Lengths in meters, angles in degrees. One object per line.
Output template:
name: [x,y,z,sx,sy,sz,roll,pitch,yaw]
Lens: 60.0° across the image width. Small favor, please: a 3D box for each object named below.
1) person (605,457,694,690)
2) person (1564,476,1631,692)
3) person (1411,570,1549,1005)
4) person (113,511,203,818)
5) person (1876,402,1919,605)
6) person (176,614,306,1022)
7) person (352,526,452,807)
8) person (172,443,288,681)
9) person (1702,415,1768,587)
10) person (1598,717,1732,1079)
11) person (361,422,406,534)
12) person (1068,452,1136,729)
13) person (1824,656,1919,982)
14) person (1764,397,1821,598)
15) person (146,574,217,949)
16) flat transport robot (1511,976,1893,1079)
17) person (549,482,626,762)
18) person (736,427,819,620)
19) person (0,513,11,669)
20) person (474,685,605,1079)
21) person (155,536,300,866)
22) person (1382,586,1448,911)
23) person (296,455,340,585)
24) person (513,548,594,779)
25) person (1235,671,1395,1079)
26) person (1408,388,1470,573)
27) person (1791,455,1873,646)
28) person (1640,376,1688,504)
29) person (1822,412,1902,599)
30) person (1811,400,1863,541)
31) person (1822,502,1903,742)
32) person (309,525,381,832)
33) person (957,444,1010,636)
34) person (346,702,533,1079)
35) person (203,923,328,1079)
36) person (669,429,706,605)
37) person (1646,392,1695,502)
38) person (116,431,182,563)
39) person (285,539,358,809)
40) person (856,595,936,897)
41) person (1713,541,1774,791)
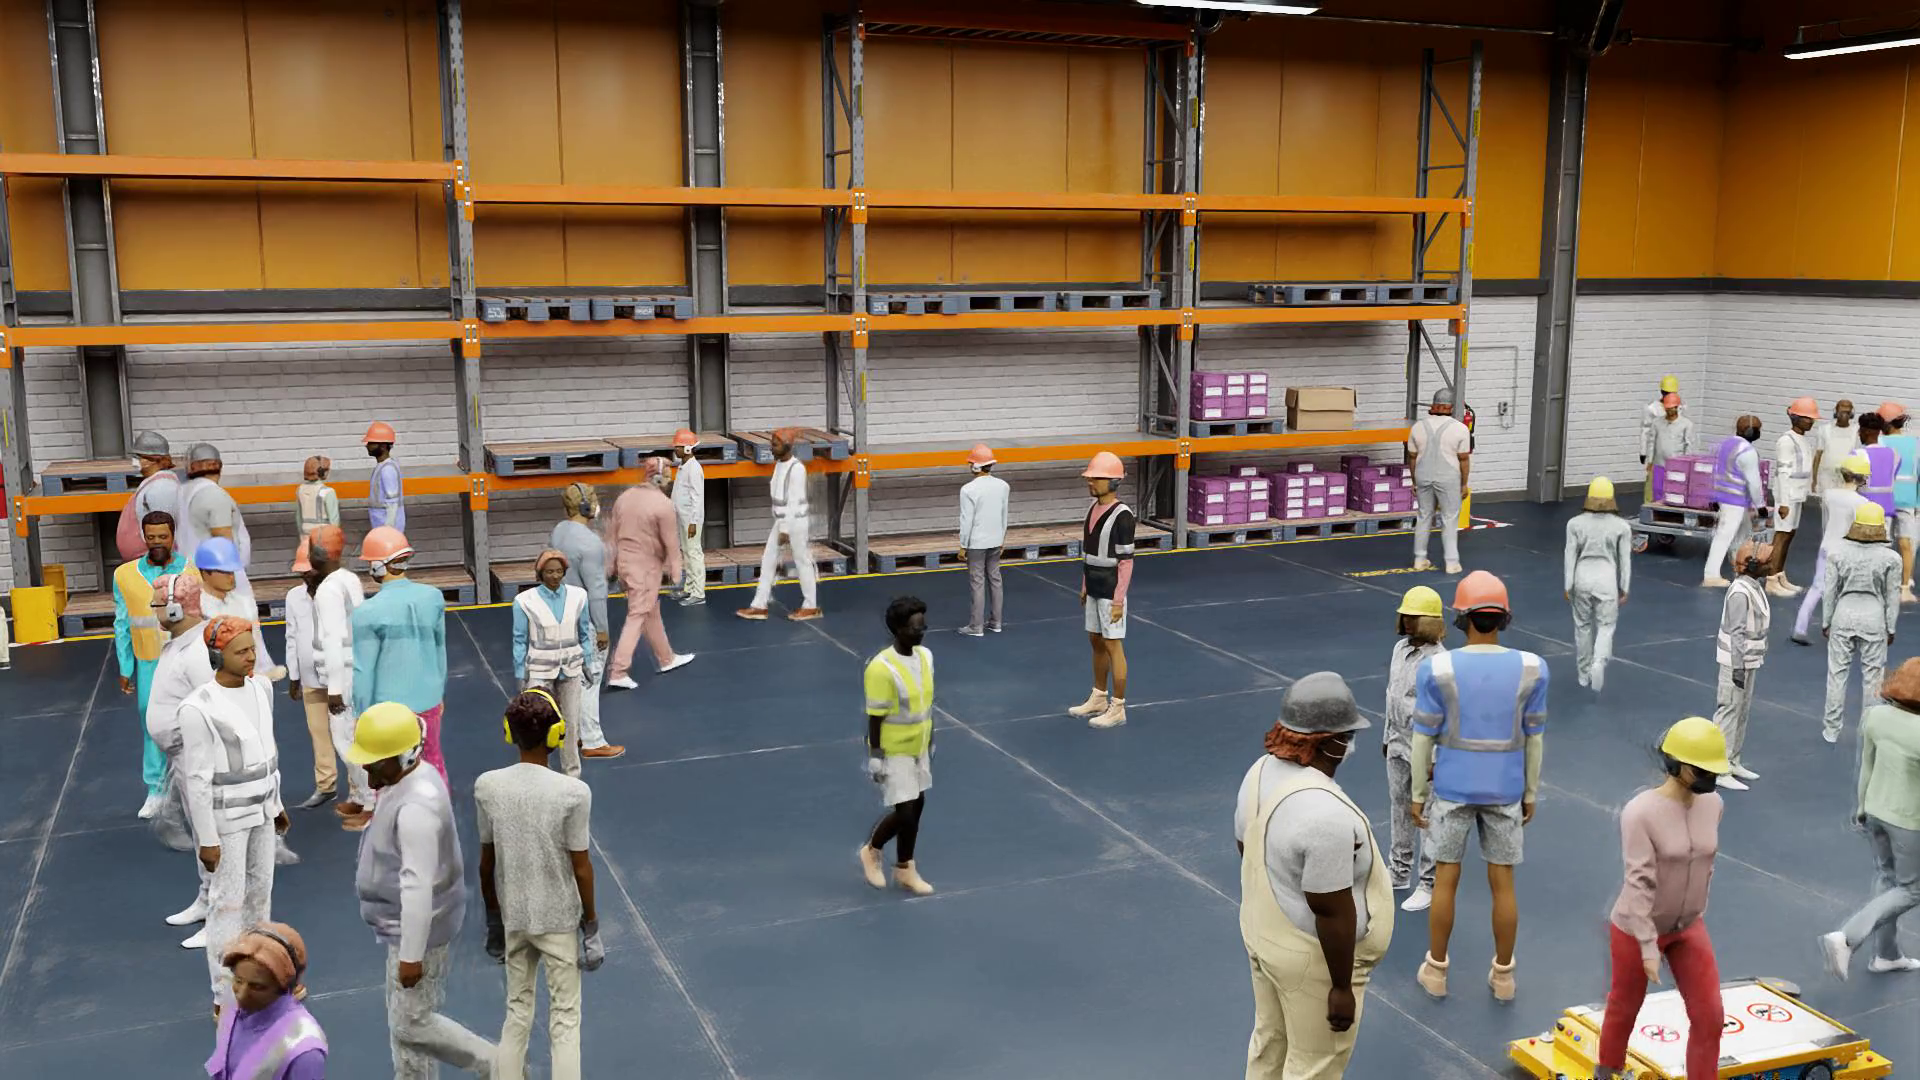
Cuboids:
person: [-2.528,0.259,13.475,0.673,1.855,0.996,9,13,42]
person: [5.057,0.359,13.249,0.493,1.727,0.647,5,11,25]
person: [2.416,1.153,7.817,0.606,2.035,0.422,1,10,7]
person: [-4.931,0.762,10.370,0.591,1.922,0.390,-3,10,-16]
person: [9.370,-0.365,16.694,0.632,2.003,0.727,1,10,8]
person: [-3.270,1.267,7.572,0.347,1.881,0.584,2,10,11]
person: [-3.152,0.906,9.363,0.406,1.986,0.619,7,12,34]
person: [-5.958,0.170,13.436,0.714,2.000,0.846,7,12,34]
person: [8.205,-0.396,17.368,0.836,1.808,0.644,1,10,8]
person: [2.784,1.539,6.422,0.520,1.733,0.754,-3,10,-18]
person: [-5.320,-0.123,15.407,0.348,1.943,0.542,-4,11,-23]
person: [1.056,0.365,12.294,0.366,2.048,0.606,-4,11,-23]
person: [4.420,1.342,7.922,0.606,1.617,0.508,-2,10,-13]
person: [8.488,-0.435,16.920,0.392,2.039,0.612,9,13,41]
person: [-3.890,1.106,8.437,0.400,1.905,0.643,-6,12,-32]
flat transport robot: [3.154,2.157,7.082,1.431,0.197,0.652,-3,10,-18]
person: [-2.599,0.558,11.490,0.372,1.940,0.630,-8,13,-39]
person: [-1.723,-0.125,15.667,0.894,1.847,0.575,-6,11,-31]
person: [-8.172,0.258,13.783,0.346,1.743,0.562,0,10,2]
person: [-1.613,1.482,6.416,0.502,1.861,0.328,3,10,19]
person: [-4.292,0.913,9.549,0.971,1.912,0.604,6,11,30]
person: [2.429,1.103,8.913,0.288,1.746,0.484,-4,11,-23]
person: [-5.897,0.042,15.323,0.514,1.640,0.315,6,11,29]
person: [-2.593,0.860,10.622,0.523,1.636,0.310,-7,12,-34]
person: [1.290,1.460,6.003,0.537,2.000,0.682,-3,10,-15]
person: [5.287,-0.670,18.273,0.682,2.000,0.535,8,13,39]
person: [7.814,0.103,14.748,0.912,1.722,0.537,-3,10,-16]
person: [9.170,-1.185,21.677,0.601,1.898,0.480,1,10,3]
person: [8.907,-0.303,16.476,0.601,1.926,0.881,-1,10,-7]
person: [9.974,-0.683,18.938,0.511,1.826,0.604,5,11,28]
person: [6.403,0.594,11.847,0.487,1.743,0.315,6,12,33]
person: [-3.715,0.830,10.175,0.465,1.861,0.619,-1,10,-6]
person: [0.199,-0.003,15.244,0.563,1.755,0.321,-9,13,-42]
person: [-2.082,1.485,6.536,0.593,1.807,0.619,-3,10,-19]
person: [-2.020,1.865,4.946,0.626,1.598,0.355,10,14,44]
person: [-2.719,-0.232,16.576,0.326,1.752,0.559,-4,11,-23]
person: [8.955,-0.996,21.007,0.367,1.740,0.578,-8,13,-39]
person: [-6.672,0.113,13.762,0.537,2.000,0.679,-4,11,-23]
person: [-3.978,0.846,10.400,0.566,1.743,0.354,3,10,17]
person: [-0.307,1.120,8.972,0.380,1.684,0.551,7,12,34]
person: [5.130,0.813,10.922,0.312,1.633,0.517,7,12,36]
